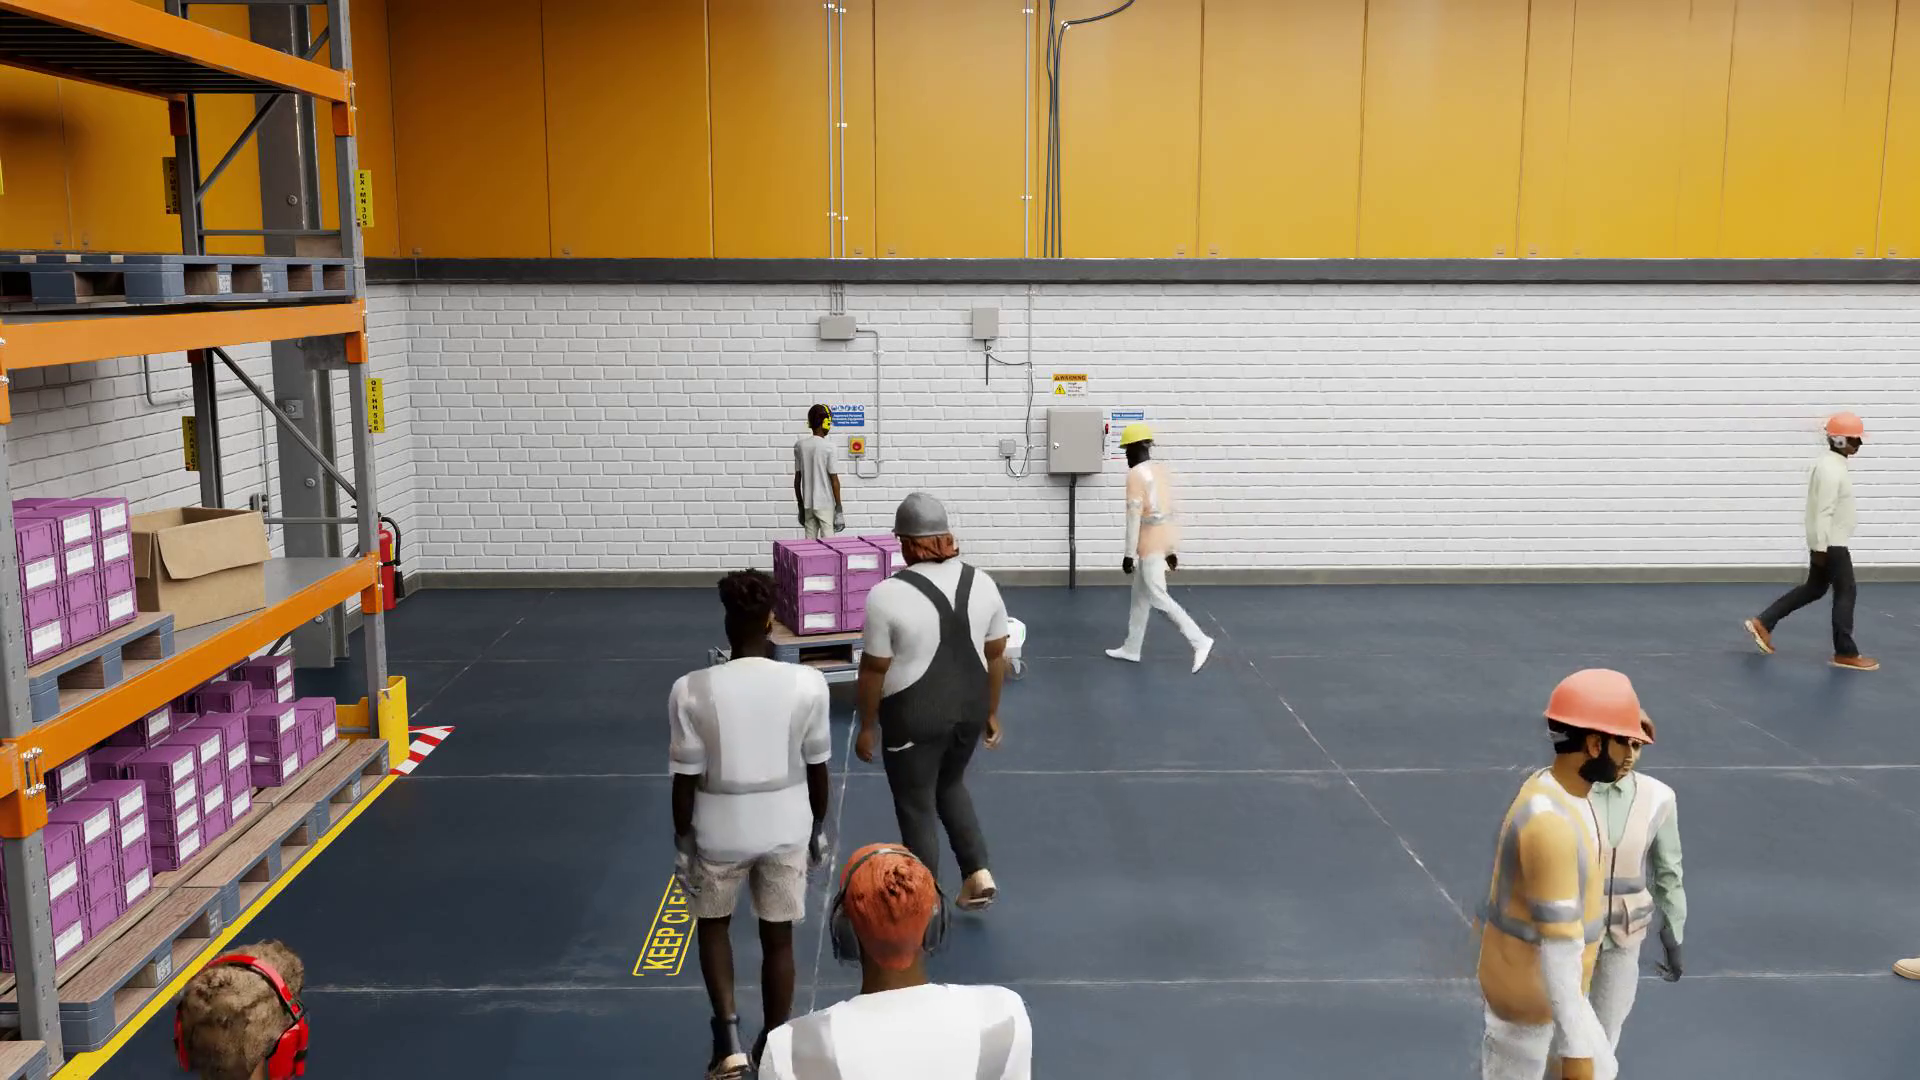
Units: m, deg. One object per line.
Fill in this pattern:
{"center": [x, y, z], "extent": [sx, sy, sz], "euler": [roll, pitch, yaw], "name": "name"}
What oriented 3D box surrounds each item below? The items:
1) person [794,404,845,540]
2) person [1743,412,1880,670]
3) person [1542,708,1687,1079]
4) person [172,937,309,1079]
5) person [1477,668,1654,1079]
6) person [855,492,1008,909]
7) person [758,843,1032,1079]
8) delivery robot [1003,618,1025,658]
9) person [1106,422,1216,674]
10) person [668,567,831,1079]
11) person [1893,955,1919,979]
{"center": [-1.218, -0.258, 14.551], "extent": [0.519, 1.865, 0.326], "euler": [7, 11, 35], "name": "person"}
{"center": [6.562, -0.011, 12.725], "extent": [0.888, 1.971, 0.604], "euler": [4, 10, 24], "name": "person"}
{"center": [2.122, 1.329, 5.503], "extent": [0.541, 1.627, 0.415], "euler": [-1, 9, -4], "name": "person"}
{"center": [-1.271, 1.637, 3.025], "extent": [0.559, 1.834, 0.434], "euler": [1, 9, 6], "name": "person"}
{"center": [1.750, 1.315, 4.793], "extent": [0.695, 1.900, 0.601], "euler": [5, 11, 29], "name": "person"}
{"center": [-0.165, 0.780, 7.642], "extent": [0.698, 2.000, 0.542], "euler": [-7, 11, -35], "name": "person"}
{"center": [-0.133, 1.542, 3.475], "extent": [0.599, 1.873, 0.425], "euler": [-3, 10, -17], "name": "person"}
{"center": [0.117, 0.717, 12.285], "extent": [0.707, 0.478, 0.477], "euler": [-3, 10, -16], "name": "delivery robot"}
{"center": [1.540, 0.053, 12.638], "extent": [0.877, 1.875, 0.659], "euler": [5, 11, 28], "name": "person"}
{"center": [-0.767, 1.069, 6.134], "extent": [0.603, 1.953, 0.410], "euler": [-2, 10, -14], "name": "person"}
{"center": [4.213, 1.009, 6.848], "extent": [0.429, 1.845, 0.627], "euler": [-1, 9, -4], "name": "person"}
